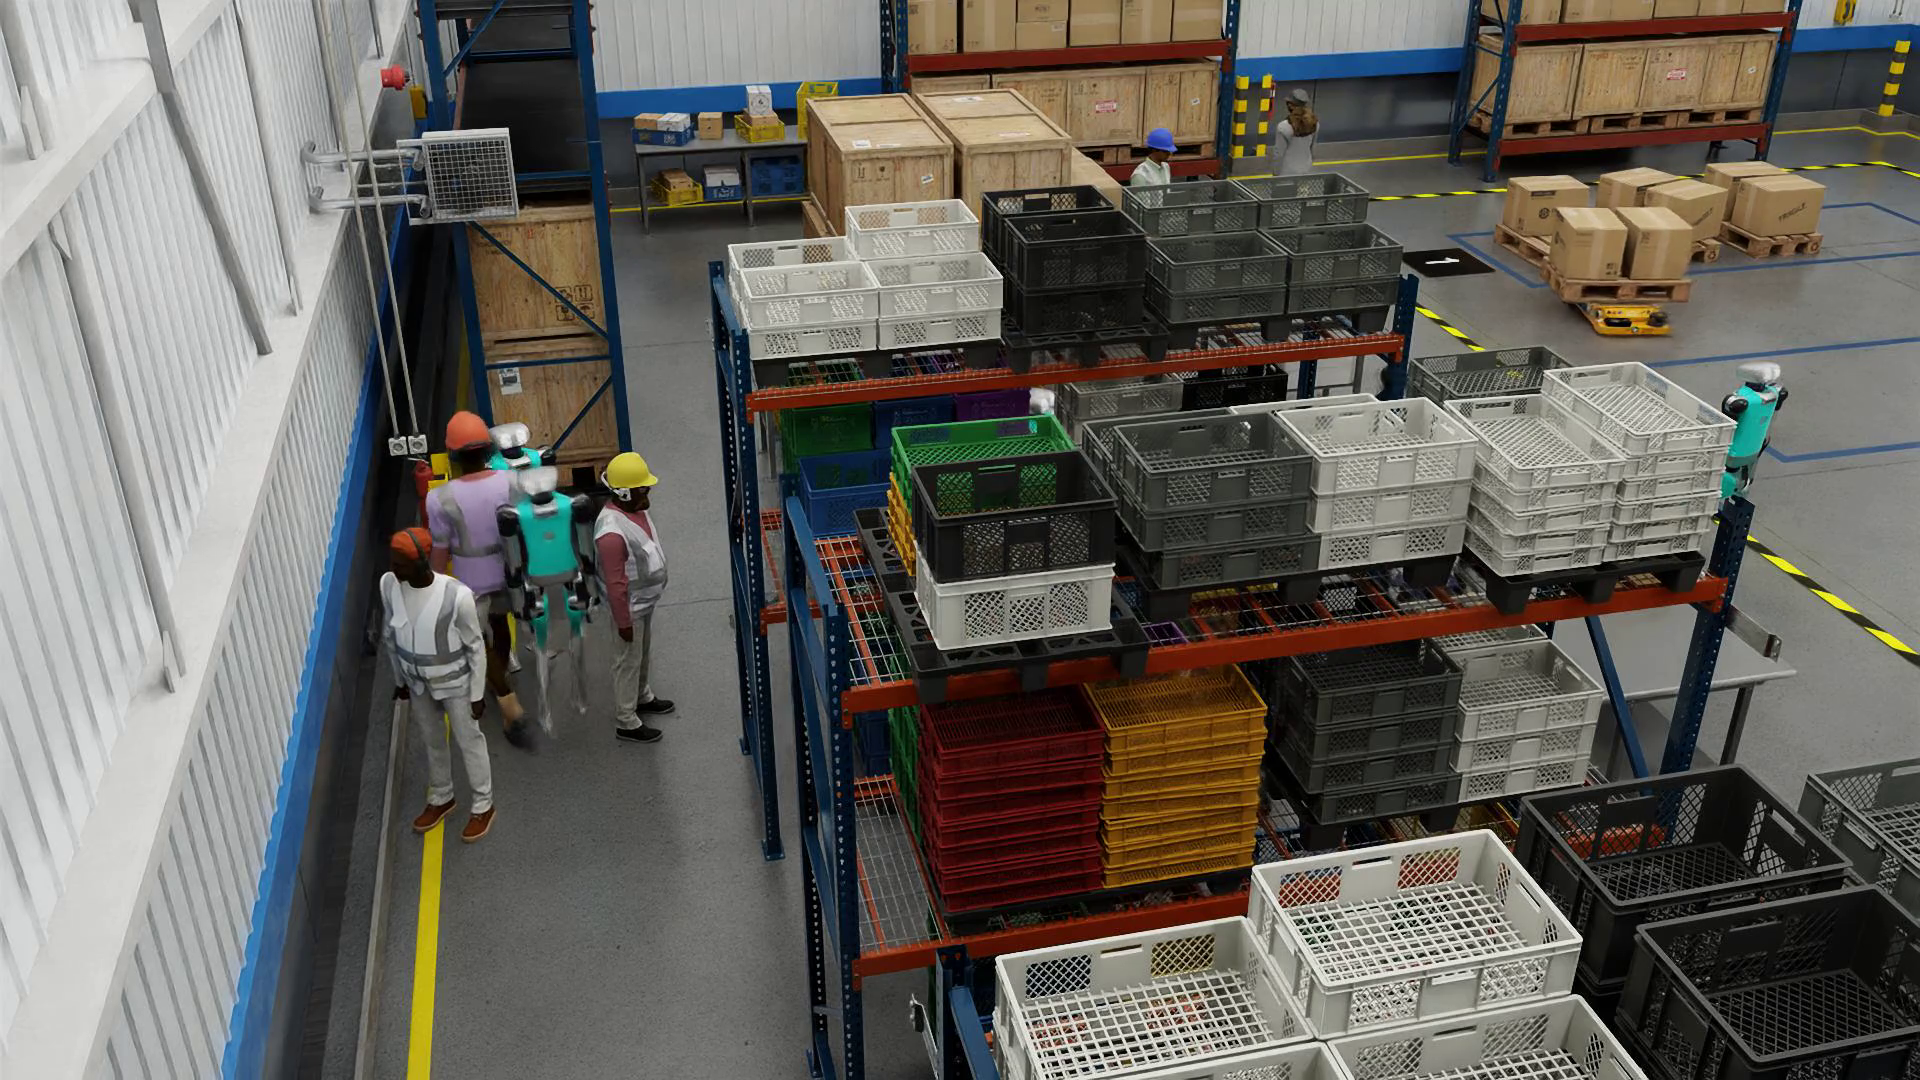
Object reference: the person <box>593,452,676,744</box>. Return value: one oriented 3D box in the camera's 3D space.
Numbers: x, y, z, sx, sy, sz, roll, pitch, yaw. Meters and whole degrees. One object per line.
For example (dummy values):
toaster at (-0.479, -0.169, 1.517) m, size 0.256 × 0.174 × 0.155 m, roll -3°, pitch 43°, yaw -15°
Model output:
person at (-1.906, 0.332, 9.750) m, size 0.404 × 1.826 × 0.591 m, roll 2°, pitch 28°, yaw 4°

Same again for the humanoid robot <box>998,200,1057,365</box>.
humanoid robot at (0.678, -2.026, 14.354) m, size 0.889 × 1.810 × 0.547 m, roll 4°, pitch 28°, yaw 8°

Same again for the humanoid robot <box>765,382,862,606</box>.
humanoid robot at (-1.022, -0.270, 11.110) m, size 0.783 × 1.631 × 0.601 m, roll -12°, pitch 30°, yaw -22°

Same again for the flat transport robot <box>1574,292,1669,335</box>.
flat transport robot at (6.480, -2.383, 16.537) m, size 0.652 × 0.197 × 1.431 m, roll 1°, pitch 28°, yaw 1°

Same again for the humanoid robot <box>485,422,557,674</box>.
humanoid robot at (-2.817, -0.011, 10.348) m, size 0.533 × 1.677 × 0.735 m, roll -20°, pitch 34°, yaw -34°

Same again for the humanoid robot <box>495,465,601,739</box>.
humanoid robot at (-2.429, 0.306, 9.894) m, size 0.547 × 1.793 × 0.678 m, roll -10°, pitch 29°, yaw -18°

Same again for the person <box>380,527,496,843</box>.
person at (-2.778, 0.765, 8.866) m, size 0.573 × 1.881 × 0.357 m, roll 10°, pitch 29°, yaw 18°

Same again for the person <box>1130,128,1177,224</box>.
person at (1.829, -2.973, 15.902) m, size 0.412 × 1.939 × 0.604 m, roll 18°, pitch 33°, yaw 30°

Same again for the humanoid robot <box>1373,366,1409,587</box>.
humanoid robot at (2.813, -0.428, 11.364) m, size 0.619 × 1.631 × 0.592 m, roll 0°, pitch 28°, yaw 0°

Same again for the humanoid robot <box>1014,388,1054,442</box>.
humanoid robot at (0.268, -0.197, 10.764) m, size 0.719 × 1.717 × 0.531 m, roll 12°, pitch 30°, yaw 22°

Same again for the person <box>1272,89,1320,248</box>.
person at (3.608, -3.986, 17.999) m, size 0.569 × 1.768 × 0.399 m, roll -16°, pitch 32°, yaw -27°

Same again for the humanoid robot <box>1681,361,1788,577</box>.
humanoid robot at (5.035, -0.491, 11.255) m, size 0.533 × 1.681 × 0.735 m, roll -15°, pitch 31°, yaw -26°

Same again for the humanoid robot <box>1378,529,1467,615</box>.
humanoid robot at (2.760, 0.376, 9.876) m, size 0.583 × 1.655 × 0.707 m, roll -3°, pitch 28°, yaw -6°

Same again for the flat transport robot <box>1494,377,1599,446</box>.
flat transport robot at (4.780, -1.036, 14.013) m, size 0.659 × 0.231 × 1.431 m, roll -6°, pitch 28°, yaw -12°

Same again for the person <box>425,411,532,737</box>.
person at (-2.778, 0.204, 9.794) m, size 0.628 × 2.008 × 0.869 m, roll -19°, pitch 33°, yaw -31°

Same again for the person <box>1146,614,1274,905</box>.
person at (1.233, 1.198, 8.109) m, size 0.633 × 1.830 × 0.436 m, roll 5°, pitch 28°, yaw 10°
